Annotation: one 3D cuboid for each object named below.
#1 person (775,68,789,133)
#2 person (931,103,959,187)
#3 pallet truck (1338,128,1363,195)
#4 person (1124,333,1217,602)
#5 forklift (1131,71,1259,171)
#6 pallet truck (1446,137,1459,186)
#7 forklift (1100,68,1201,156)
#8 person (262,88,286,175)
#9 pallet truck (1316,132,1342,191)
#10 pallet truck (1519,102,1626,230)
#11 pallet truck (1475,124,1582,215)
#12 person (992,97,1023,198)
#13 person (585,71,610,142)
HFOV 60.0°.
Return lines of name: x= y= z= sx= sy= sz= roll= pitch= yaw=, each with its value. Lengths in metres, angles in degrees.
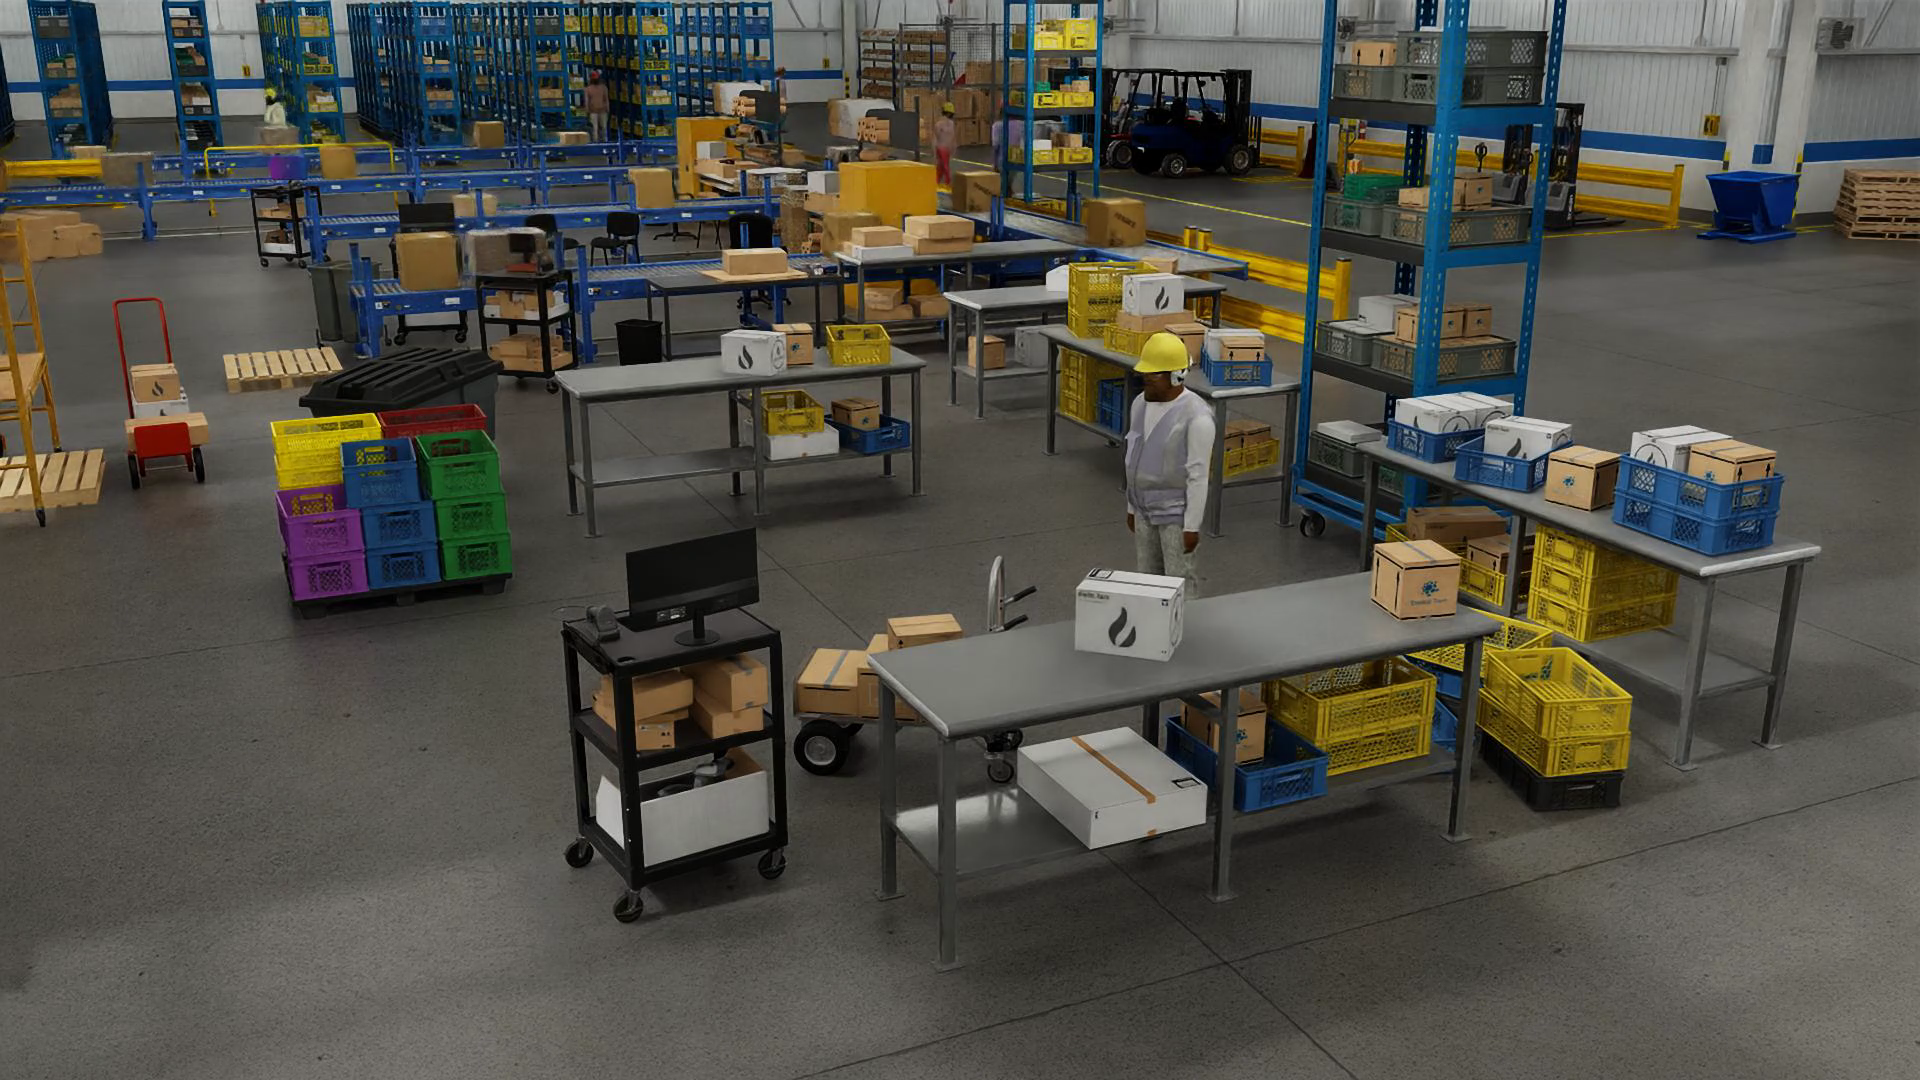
person: x=-5.123 y=-12.631 z=47.830 sx=0.477 sy=1.830 sz=0.616 roll=-5 pitch=18 yaw=-14
person: x=-0.228 y=-7.357 z=31.399 sx=0.890 sy=1.713 sz=0.538 roll=13 pitch=22 yaw=35
pallet truck: x=7.845 y=-7.140 z=31.411 sx=1.522 sy=1.261 sz=0.704 roll=-9 pitch=20 yaw=-25
person: x=1.046 y=-0.165 z=8.580 sx=0.404 sy=1.824 sz=0.586 roll=-11 pitch=21 yaw=-32
forklift: x=4.998 y=-8.936 z=35.413 sx=2.680 sy=1.987 sz=1.157 roll=-9 pitch=20 yaw=-25
pallet truck: x=9.184 y=-6.485 z=29.328 sx=1.630 sy=1.274 sz=0.653 roll=-8 pitch=19 yaw=-23
forklift: x=4.082 y=-9.564 z=37.410 sx=2.680 sy=1.987 sz=1.157 roll=-8 pitch=19 yaw=-23
person: x=-14.662 y=-8.684 z=35.427 sx=0.622 sy=1.811 sz=0.598 roll=-14 pitch=22 yaw=-37
pallet truck: x=7.723 y=-7.504 z=32.656 sx=1.601 sy=1.201 sz=0.680 roll=-8 pitch=19 yaw=-23
pallet truck: x=9.972 y=-6.037 z=26.785 sx=1.885 sy=1.965 sz=0.823 roll=-9 pitch=20 yaw=-25
pallet truck: x=9.707 y=-6.455 z=28.103 sx=1.885 sy=1.965 sz=0.823 roll=-7 pitch=19 yaw=-20
person: x=0.766 y=-6.270 z=27.471 sx=0.616 sy=2.028 sz=0.465 roll=-10 pitch=20 yaw=-30
person: x=-8.975 y=-10.624 z=41.278 sx=0.649 sy=1.964 sz=0.745 roll=-9 pitch=20 yaw=-26
